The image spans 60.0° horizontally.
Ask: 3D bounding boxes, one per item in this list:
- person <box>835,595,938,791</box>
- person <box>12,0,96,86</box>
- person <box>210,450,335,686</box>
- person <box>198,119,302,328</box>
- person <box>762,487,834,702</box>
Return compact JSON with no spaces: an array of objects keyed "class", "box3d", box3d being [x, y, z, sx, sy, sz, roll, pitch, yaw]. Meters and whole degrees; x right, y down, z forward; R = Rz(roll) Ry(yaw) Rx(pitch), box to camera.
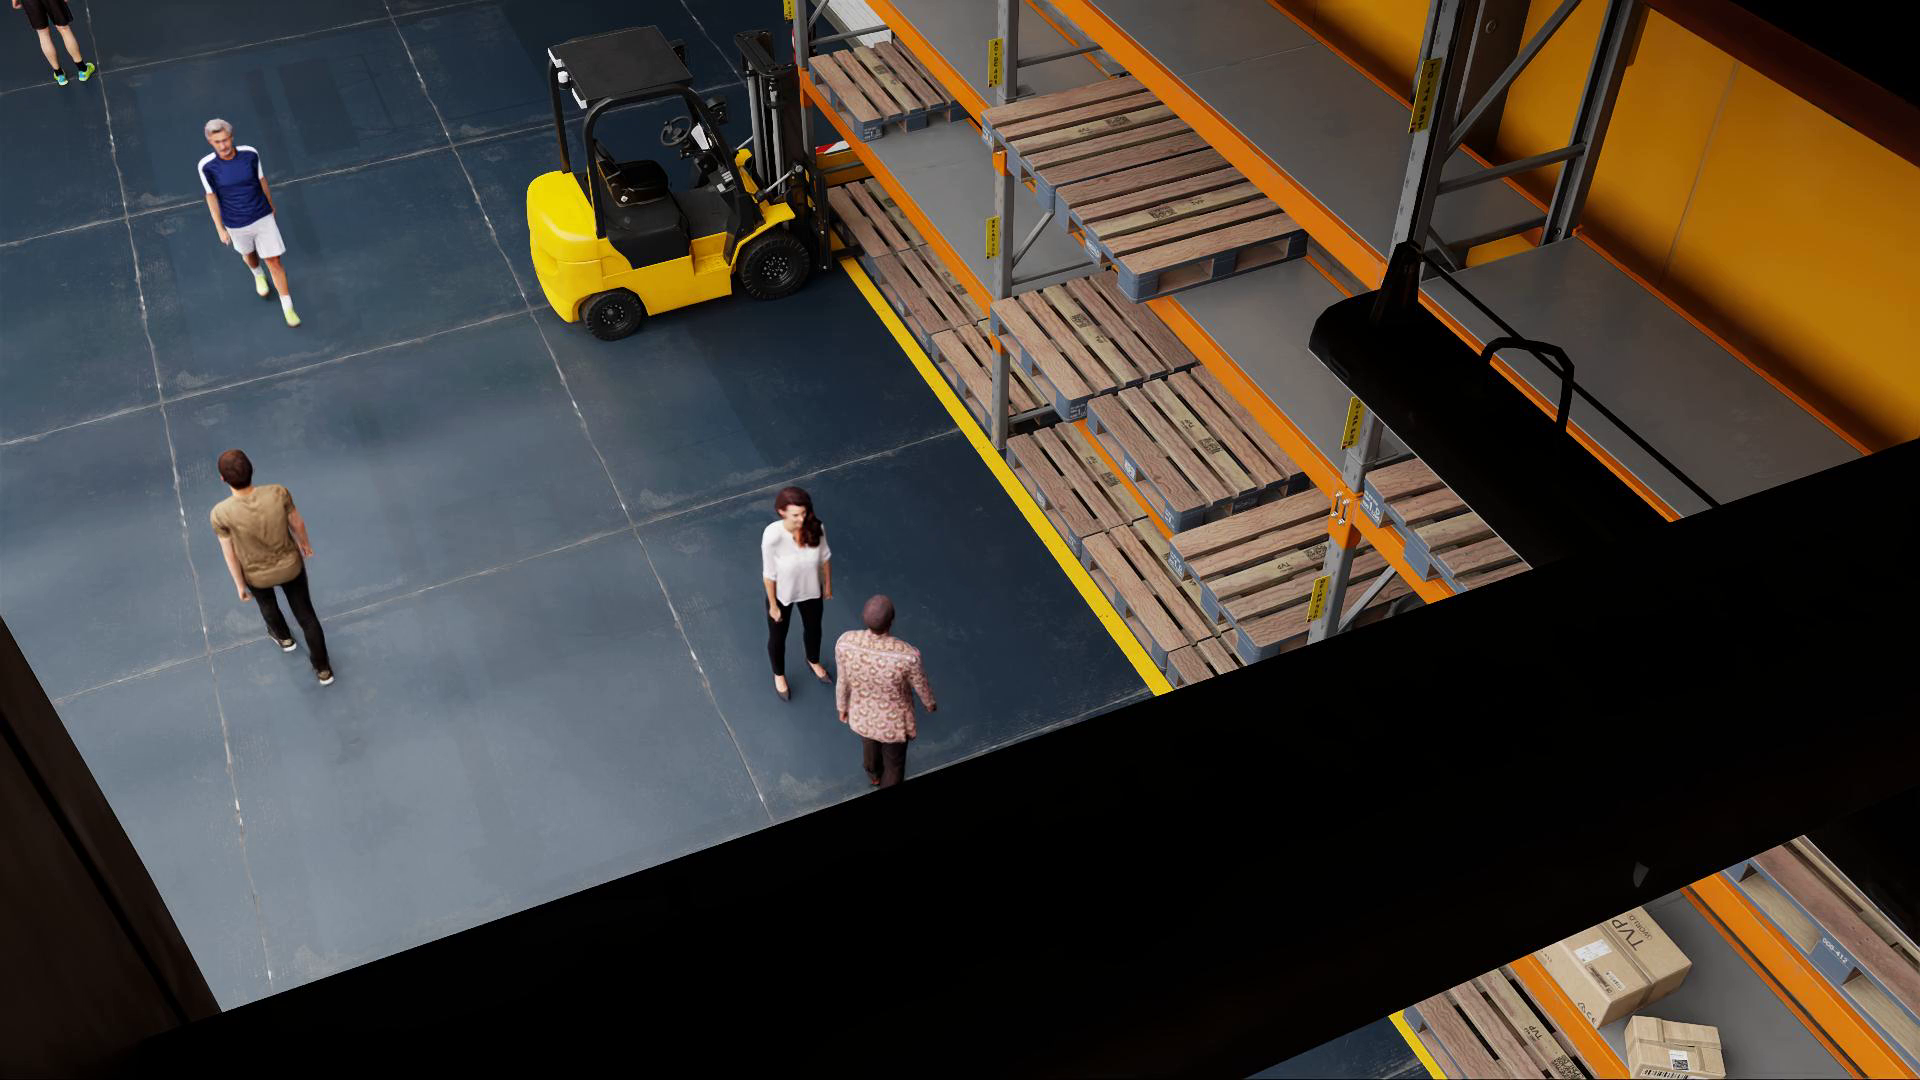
[{"class":"person","box3d":[-0.474,1.066,9.771,0.944,1.788,1.005,13,45,14]},{"class":"person","box3d":[-9.181,-5.459,16.547,0.699,1.889,0.563,-15,46,-15]},{"class":"person","box3d":[-4.352,0.238,10.613,0.768,1.827,1.011,-24,49,-23]},{"class":"person","box3d":[-5.898,-2.688,13.713,0.696,1.787,1.196,-21,47,-20]},{"class":"person","box3d":[-1.055,0.331,10.543,0.621,1.789,0.561,-21,47,-20]}]
